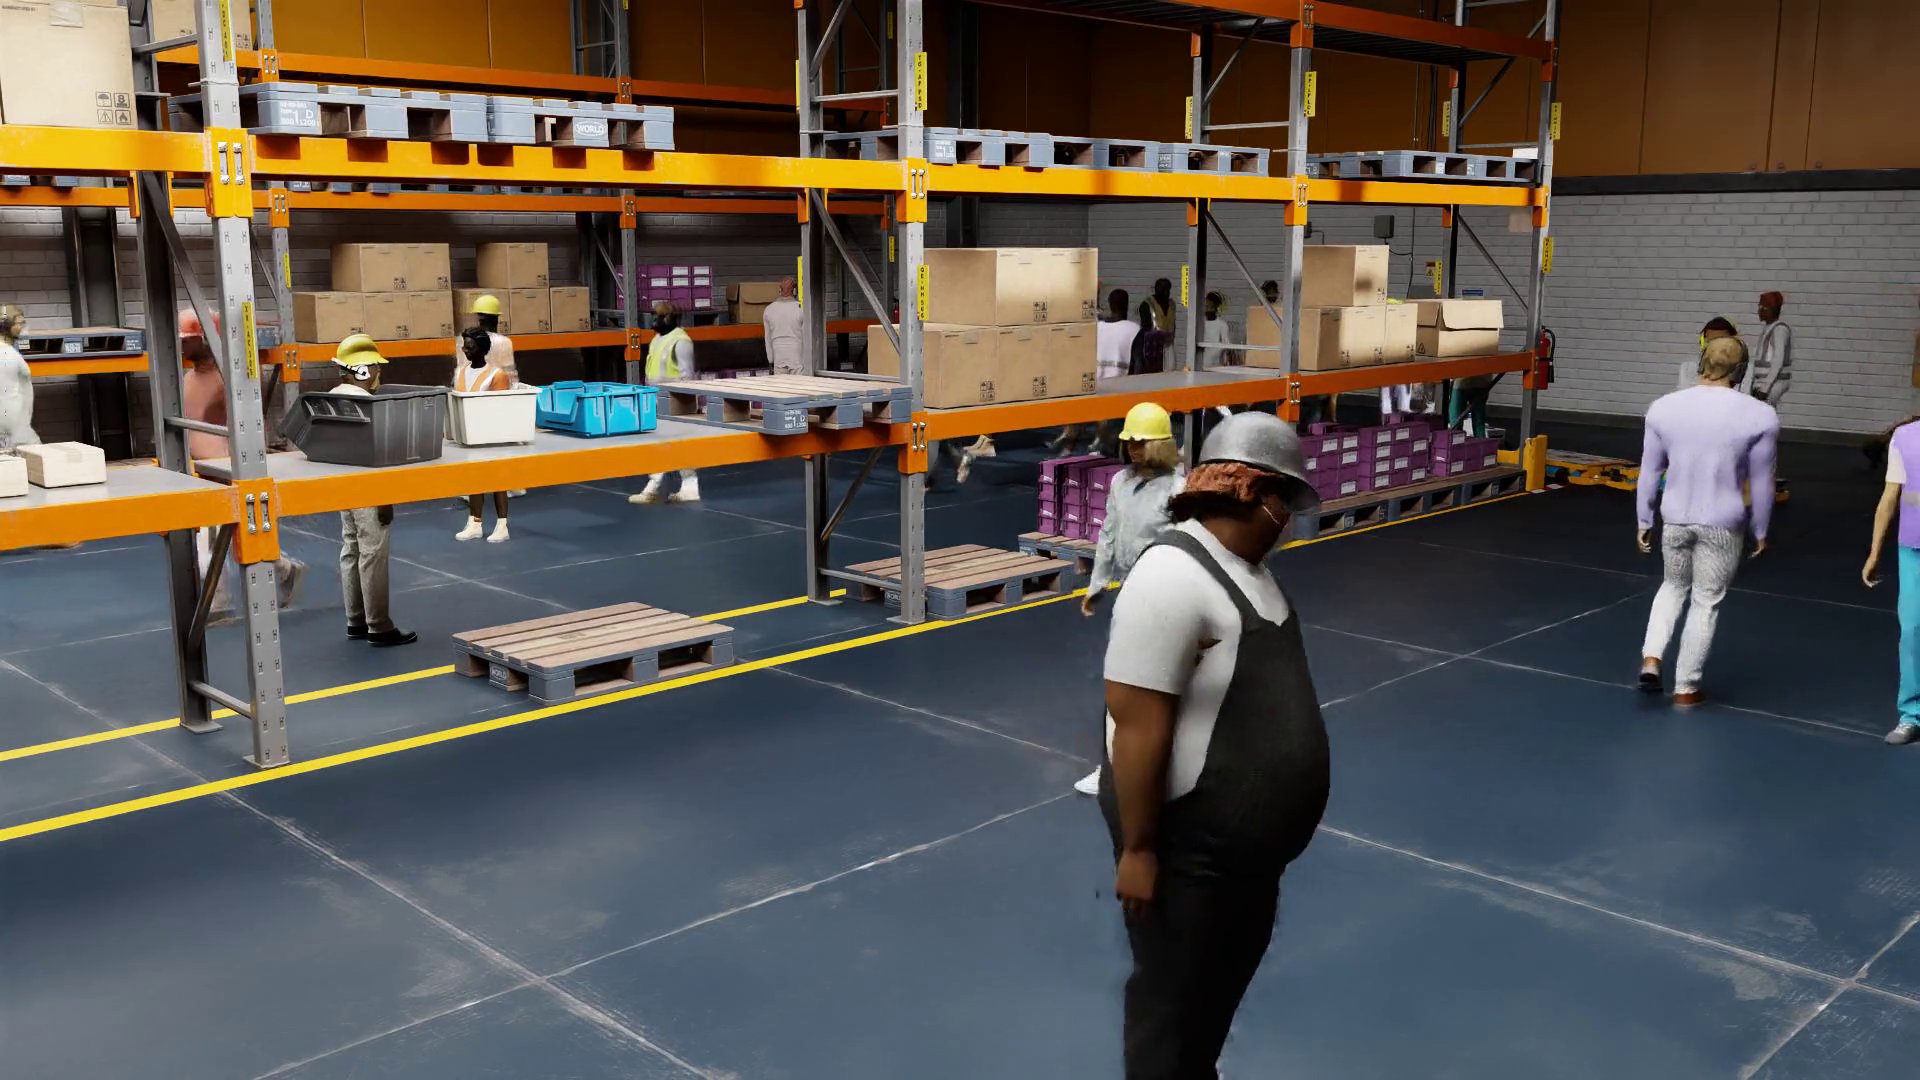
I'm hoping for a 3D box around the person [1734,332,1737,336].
[{"bbox_3d":[6.930,-1.150,15.127,0.509,1.593,0.597,-6,12,-29],"label":"person"}]

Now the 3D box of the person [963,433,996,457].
[{"bbox_3d":[0.217,-1.924,18.128,0.391,2.045,0.608,-1,10,-4],"label":"person"}]

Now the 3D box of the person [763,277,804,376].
[{"bbox_3d":[-2.013,-2.180,19.886,0.642,1.913,0.409,4,11,20],"label":"person"}]

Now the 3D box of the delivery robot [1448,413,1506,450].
[{"bbox_3d":[5.352,-1.090,17.384,0.477,0.478,0.707,-5,11,-25],"label":"delivery robot"}]

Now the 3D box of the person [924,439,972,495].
[{"bbox_3d":[-0.194,-1.333,15.515,0.706,1.824,0.528,-7,13,-35],"label":"person"}]

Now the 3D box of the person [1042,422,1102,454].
[{"bbox_3d":[1.316,-1.889,18.420,1.046,1.867,0.574,-8,13,-36],"label":"person"}]

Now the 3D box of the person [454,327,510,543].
[{"bbox_3d":[-3.766,-0.823,13.071,0.532,1.696,0.319,5,11,24],"label":"person"}]

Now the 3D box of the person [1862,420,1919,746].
[{"bbox_3d":[4.611,0.080,7.814,0.447,1.825,0.593,-8,13,-39],"label":"person"}]

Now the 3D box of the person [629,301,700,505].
[{"bbox_3d":[-2.715,-1.220,14.916,0.830,1.808,0.646,-6,12,-29],"label":"person"}]

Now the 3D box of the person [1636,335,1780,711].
[{"bbox_3d":[3.767,-0.075,8.416,0.638,1.916,0.441,9,14,41],"label":"person"}]

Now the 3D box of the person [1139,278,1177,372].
[{"bbox_3d":[2.773,-2.661,22.781,0.640,1.813,0.783,-6,12,-28],"label":"person"}]

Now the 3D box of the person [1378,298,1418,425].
[{"bbox_3d":[4.813,-1.772,18.149,0.715,1.729,0.556,-9,14,-40],"label":"person"}]

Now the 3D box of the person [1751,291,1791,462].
[{"bbox_3d":[7.895,-1.496,16.292,0.414,1.856,0.632,3,11,16],"label":"person"}]

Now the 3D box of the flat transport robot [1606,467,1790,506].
[{"bbox_3d":[6.787,-0.526,15.340,0.652,0.197,1.431,-7,13,-34],"label":"flat transport robot"}]

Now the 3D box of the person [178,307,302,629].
[{"bbox_3d":[-4.499,-0.440,10.221,0.625,1.975,0.666,7,12,33],"label":"person"}]

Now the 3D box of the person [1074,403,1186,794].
[{"bbox_3d":[0.880,0.224,7.371,0.938,1.693,0.484,-7,12,-33],"label":"person"}]

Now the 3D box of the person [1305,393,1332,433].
[{"bbox_3d":[3.866,-1.819,17.846,0.614,1.951,1.036,8,13,39],"label":"person"}]

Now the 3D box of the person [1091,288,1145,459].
[{"bbox_3d":[1.476,-1.456,15.953,0.609,1.901,0.672,8,13,36],"label":"person"}]

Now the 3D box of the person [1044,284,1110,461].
[{"bbox_3d":[1.215,-1.630,16.690,0.841,1.984,0.649,0,10,1],"label":"person"}]

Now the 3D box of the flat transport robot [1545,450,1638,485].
[{"bbox_3d":[5.962,-0.741,16.513,0.652,0.197,1.431,-5,12,-27],"label":"flat transport robot"}]

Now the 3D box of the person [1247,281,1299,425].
[{"bbox_3d":[3.947,-2.327,20.891,0.823,1.831,0.527,10,14,43],"label":"person"}]

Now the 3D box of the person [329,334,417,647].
[{"bbox_3d":[-3.486,-0.288,9.785,0.404,1.833,0.586,-10,14,-43],"label":"person"}]

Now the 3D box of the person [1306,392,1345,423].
[{"bbox_3d":[4.413,-2.174,19.852,0.548,1.918,0.754,-7,12,-32],"label":"person"}]

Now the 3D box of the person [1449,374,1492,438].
[{"bbox_3d":[5.070,-1.510,16.660,0.533,1.760,0.342,-3,11,-13],"label":"person"}]

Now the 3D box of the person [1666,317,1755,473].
[{"bbox_3d":[5.159,-0.612,11.538,0.522,1.840,0.811,7,13,35],"label":"person"}]

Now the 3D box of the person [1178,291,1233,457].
[{"bbox_3d":[2.796,-1.826,18.258,1.008,1.811,0.527,-5,11,-25],"label":"person"}]

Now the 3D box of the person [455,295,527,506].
[{"bbox_3d":[-4.232,-1.244,14.872,0.602,1.886,0.975,5,12,25],"label":"person"}]

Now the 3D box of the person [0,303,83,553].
[{"bbox_3d":[-7.119,-0.805,12.387,0.832,1.916,0.640,-6,12,-31],"label":"person"}]

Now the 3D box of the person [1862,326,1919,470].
[{"bbox_3d":[9.658,-1.590,16.692,0.878,1.916,0.550,10,14,42],"label":"person"}]

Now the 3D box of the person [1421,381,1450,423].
[{"bbox_3d":[5.347,-1.779,18.500,0.738,1.609,0.518,-9,14,-41],"label":"person"}]
